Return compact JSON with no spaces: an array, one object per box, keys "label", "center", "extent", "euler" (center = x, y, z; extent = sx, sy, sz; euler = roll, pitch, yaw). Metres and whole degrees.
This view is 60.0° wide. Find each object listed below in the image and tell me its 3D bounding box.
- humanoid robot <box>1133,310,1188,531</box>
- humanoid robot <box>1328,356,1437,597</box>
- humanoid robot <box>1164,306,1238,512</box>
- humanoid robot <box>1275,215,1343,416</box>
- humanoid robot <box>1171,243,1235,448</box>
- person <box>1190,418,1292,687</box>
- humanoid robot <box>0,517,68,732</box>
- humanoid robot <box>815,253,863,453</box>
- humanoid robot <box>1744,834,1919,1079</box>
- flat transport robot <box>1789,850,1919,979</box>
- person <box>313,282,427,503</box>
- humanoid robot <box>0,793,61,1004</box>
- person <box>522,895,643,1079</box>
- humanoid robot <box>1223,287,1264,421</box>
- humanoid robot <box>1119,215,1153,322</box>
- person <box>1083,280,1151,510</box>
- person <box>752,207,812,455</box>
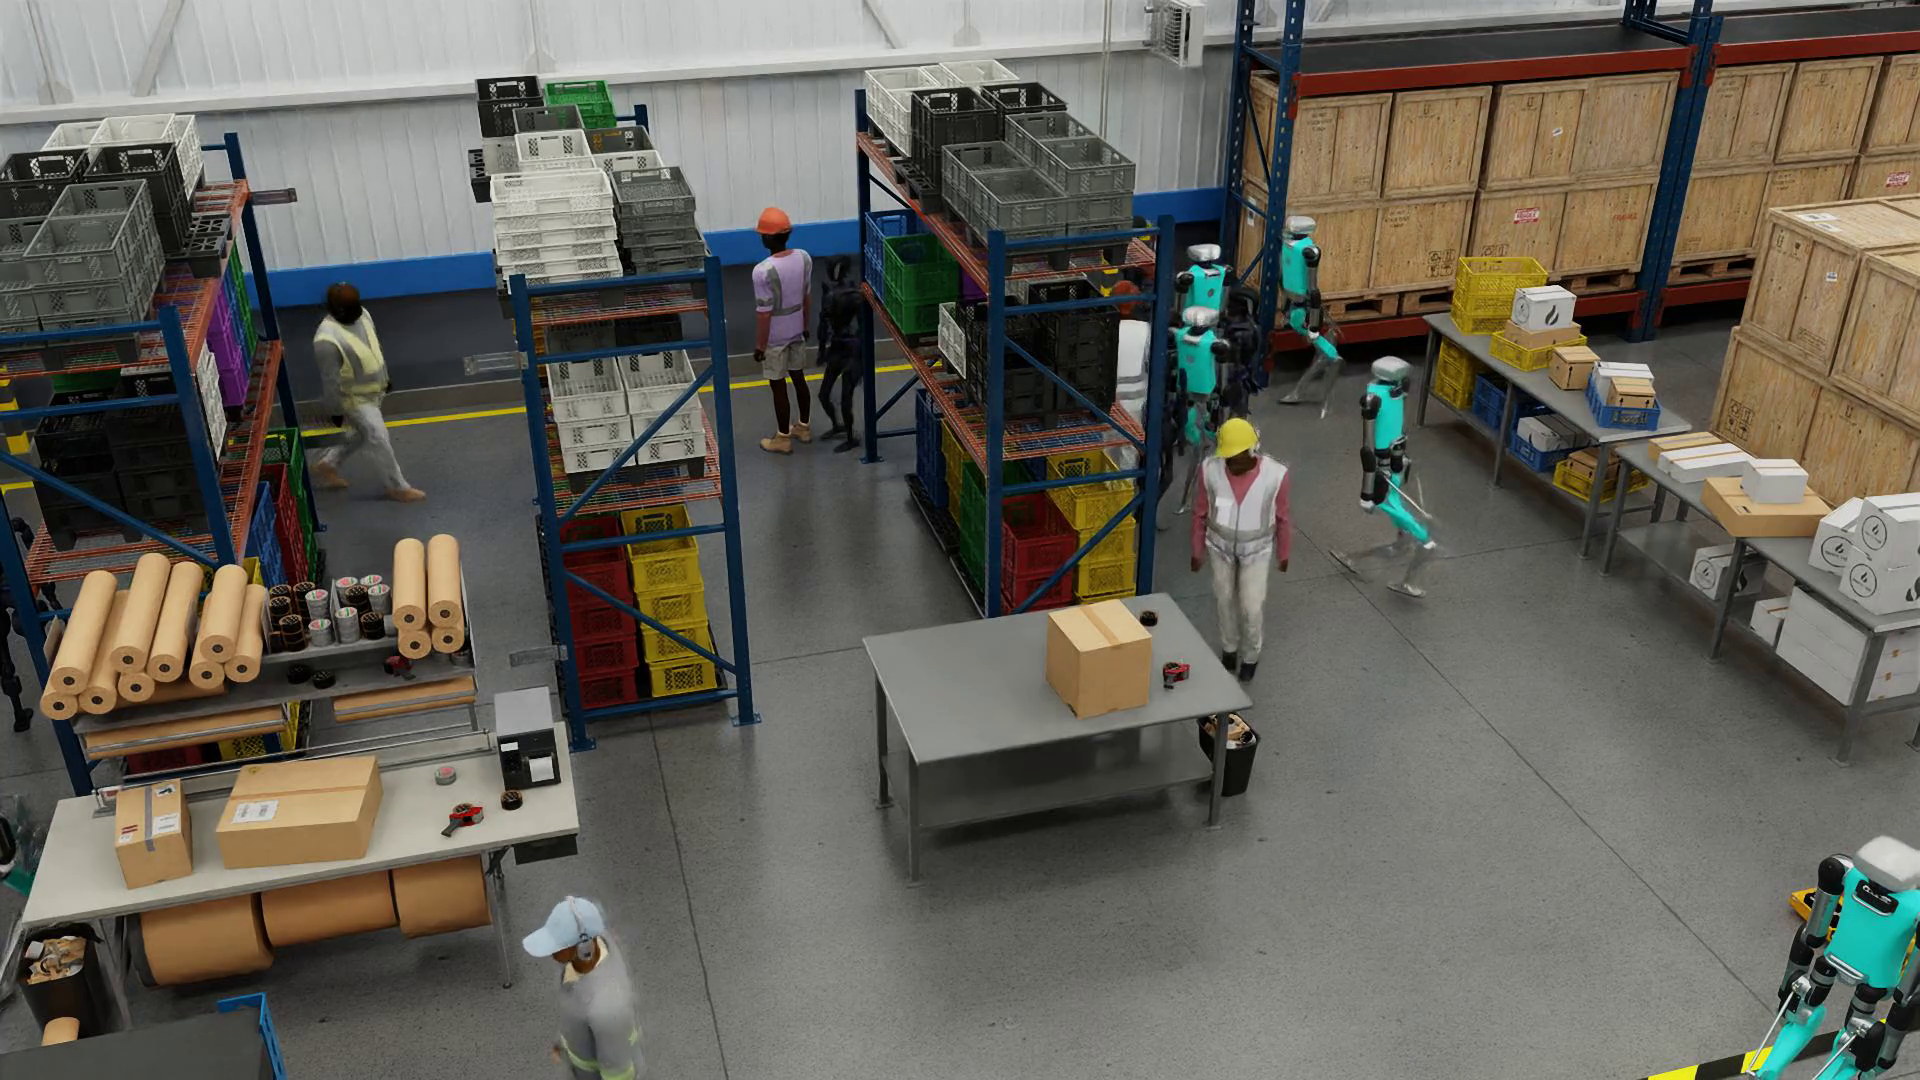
[{"label":"humanoid robot","center":[1.426,-0.890,12.326],"extent":[0.471,1.644,0.615],"euler":[-19,34,-30]},{"label":"humanoid robot","center":[2.990,-0.370,11.296],"extent":[0.989,1.737,0.546],"euler":[21,35,34]},{"label":"humanoid robot","center":[1.853,-0.946,12.395],"extent":[0.534,1.806,0.803],"euler":[20,34,32]},{"label":"humanoid robot","center":[3.035,-1.903,14.108],"extent":[0.790,1.784,0.537],"euler":[-12,31,-20]},{"label":"humanoid robot","center":[1.807,-1.612,13.514],"extent":[0.546,1.751,0.678],"euler":[-15,32,-25]},{"label":"person","center":[1.732,0.089,10.410],"extent":[0.627,1.800,0.571],"euler":[9,30,16]},{"label":"humanoid robot","center":[-5.732,0.381,9.990],"extent":[0.599,1.657,0.315],"euler":[-4,29,-7]},{"label":"humanoid robot","center":[-0.948,-1.506,13.438],"extent":[0.337,1.654,0.600],"euler":[-22,36,-34]},{"label":"humanoid robot","center":[3.498,2.014,6.829],"extent":[0.735,1.681,0.533],"euler":[-16,33,-27]},{"label":"flat transport robot","center":[5.163,1.916,8.676],"extent":[1.431,0.231,0.659],"euler":[-8,30,-14]},{"label":"person","center":[-4.603,-1.124,12.602],"extent":[0.833,1.805,0.654],"euler":[5,29,9]},{"label":"humanoid robot","center":[-4.725,1.397,8.104],"extent":[0.538,1.764,0.922],"euler":[9,30,16]},{"label":"person","center":[-1.485,2.138,6.661],"extent":[0.670,1.825,0.597],"euler":[-10,30,-17]},{"label":"humanoid robot","center":[2.177,-1.164,12.813],"extent":[0.365,1.655,0.589],"euler":[8,30,15]},{"label":"humanoid robot","center":[1.504,-2.002,14.340],"extent":[0.505,1.643,0.586],"euler":[7,29,12]},{"label":"person","center":[1.189,-1.058,12.423],"extent":[0.595,1.864,0.611],"euler":[-2,29,-3]},{"label":"person","center":[-1.445,-1.674,13.368],"extent":[0.373,2.041,0.613],"euler":[20,34,32]}]
